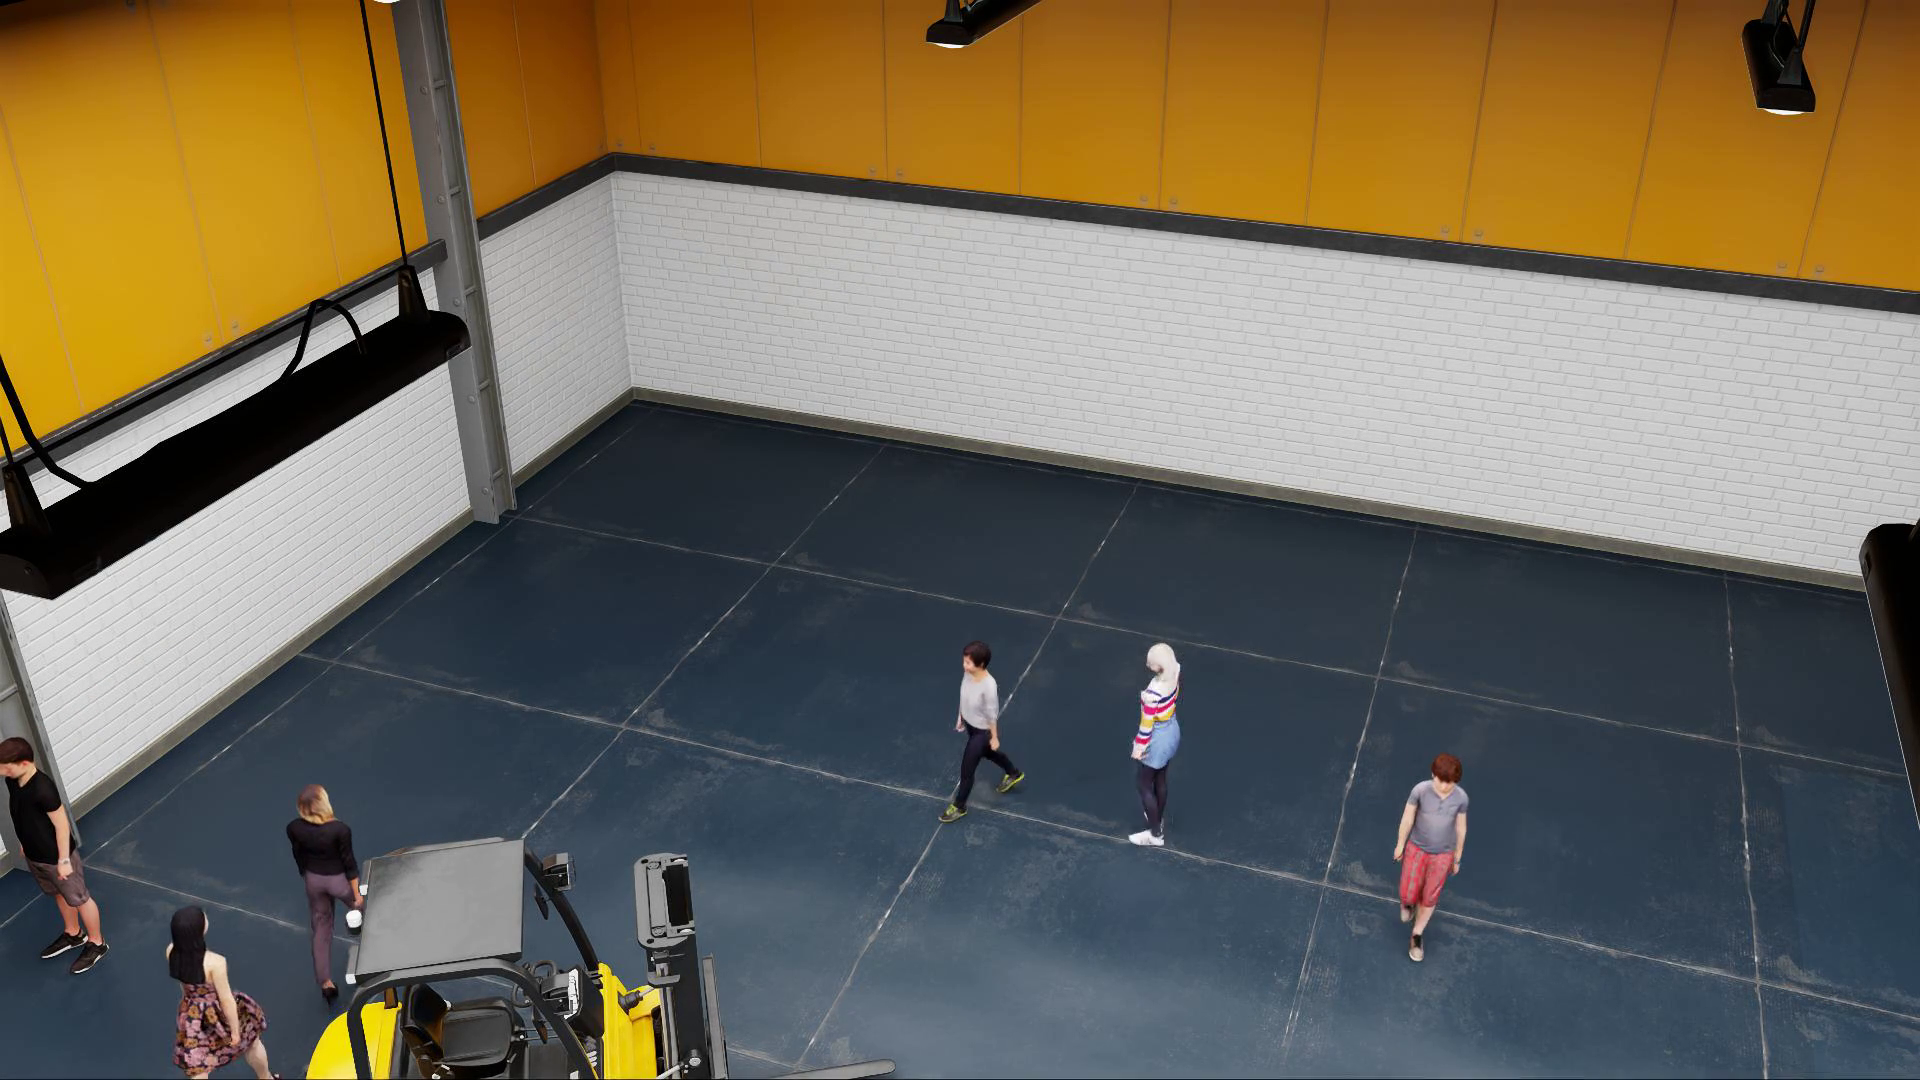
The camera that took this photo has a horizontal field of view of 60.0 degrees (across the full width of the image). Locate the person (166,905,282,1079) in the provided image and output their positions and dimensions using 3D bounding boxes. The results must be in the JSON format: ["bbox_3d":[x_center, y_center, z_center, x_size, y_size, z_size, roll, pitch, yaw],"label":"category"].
[{"bbox_3d":[-4.525,2.966,9.946,0.746,1.732,1.190,5,29,9],"label":"person"}]

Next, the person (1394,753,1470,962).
[{"bbox_3d":[3.272,2.124,11.583,0.638,1.643,0.800,7,29,13],"label":"person"}]

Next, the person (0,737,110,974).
[{"bbox_3d":[-6.224,2.108,11.387,0.717,1.858,0.642,16,32,26],"label":"person"}]

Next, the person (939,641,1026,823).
[{"bbox_3d":[0.227,1.439,12.968,1.088,1.518,0.993,-14,32,-24],"label":"person"}]

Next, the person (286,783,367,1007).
[{"bbox_3d":[-4.236,2.387,11.115,0.798,1.628,1.029,1,29,2],"label":"person"}]

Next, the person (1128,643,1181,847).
[{"bbox_3d":[1.513,1.488,12.593,0.604,1.791,0.805,-20,35,-32],"label":"person"}]
